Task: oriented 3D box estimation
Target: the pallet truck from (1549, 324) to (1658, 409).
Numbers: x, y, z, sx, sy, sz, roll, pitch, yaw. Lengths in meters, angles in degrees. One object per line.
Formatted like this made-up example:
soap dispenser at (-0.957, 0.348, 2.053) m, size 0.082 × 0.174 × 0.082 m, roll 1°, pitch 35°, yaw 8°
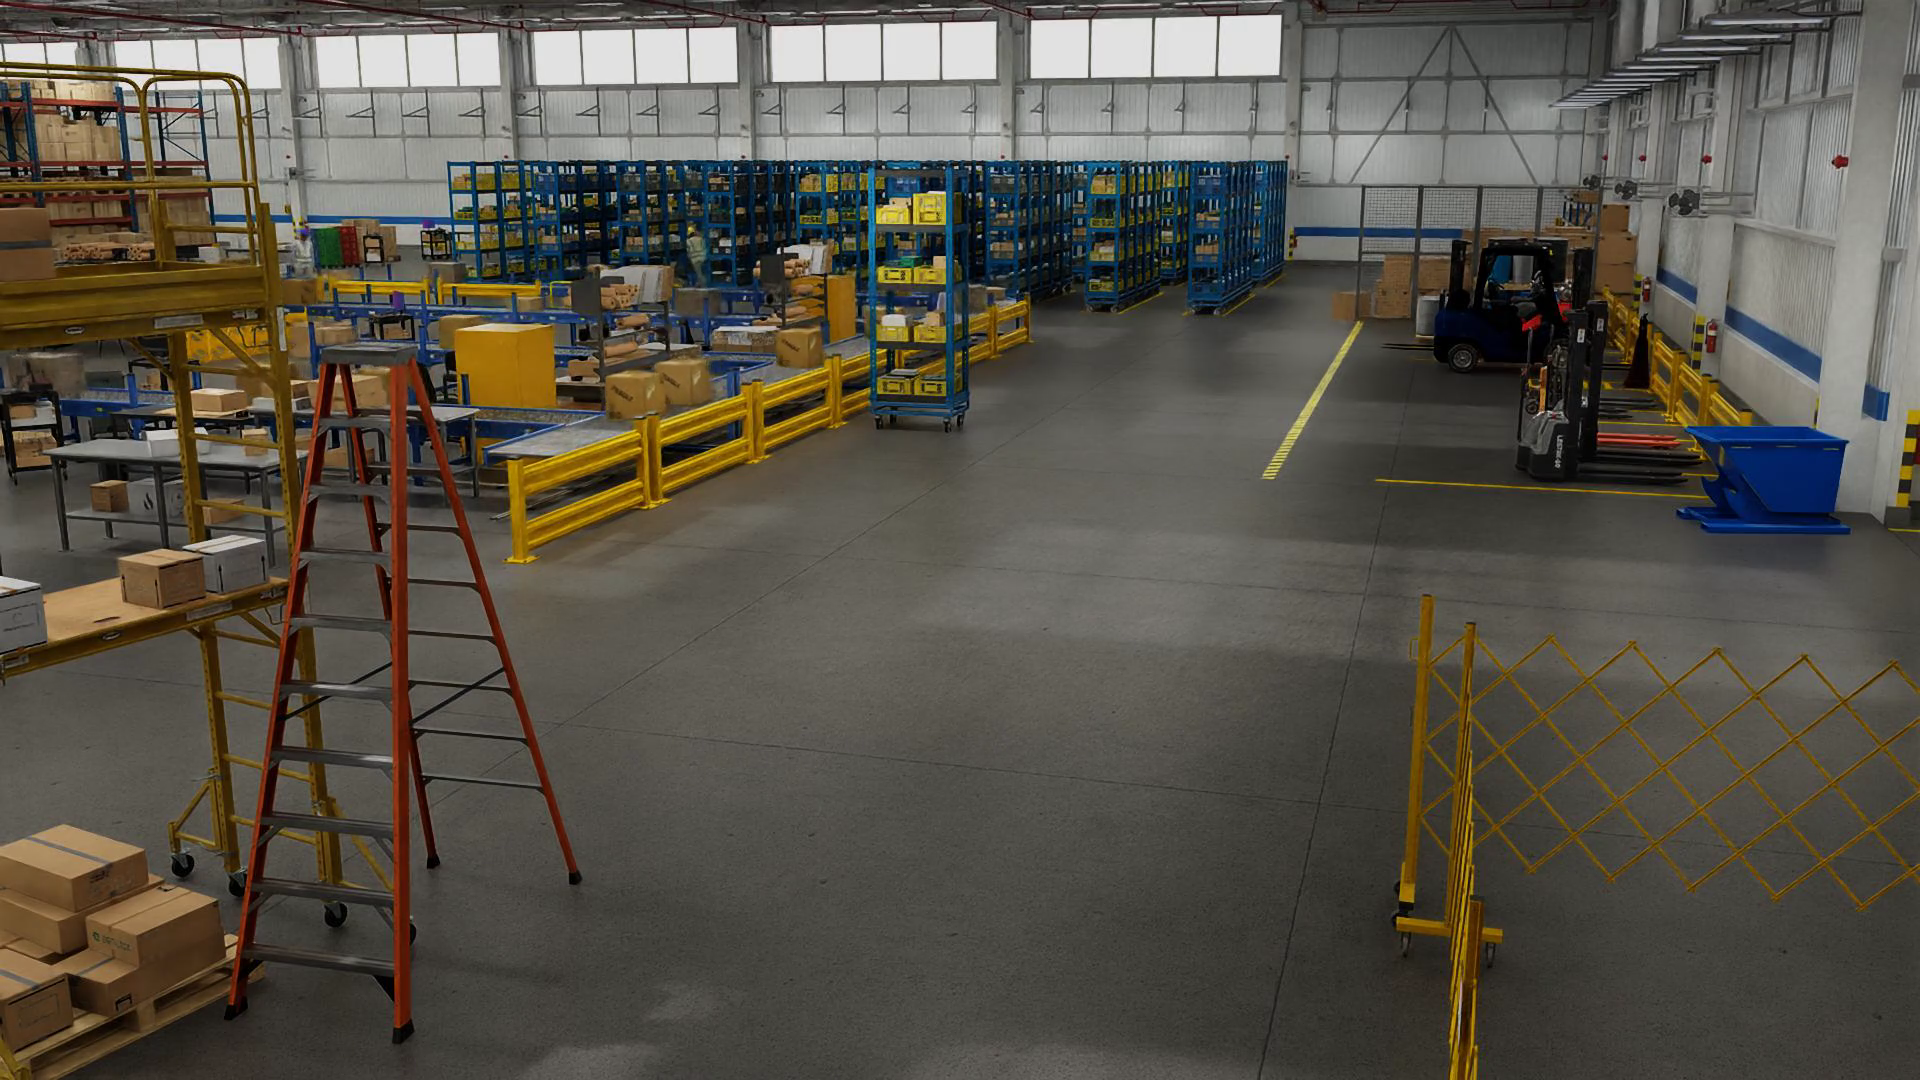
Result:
pallet truck at (9.824, -2.669, 25.407) m, size 1.601 × 1.201 × 0.680 m, roll 4°, pitch 14°, yaw 16°

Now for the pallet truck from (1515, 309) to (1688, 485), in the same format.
pallet truck at (7.554, -1.677, 19.446) m, size 1.885 × 1.965 × 0.823 m, roll 3°, pitch 13°, yaw 14°

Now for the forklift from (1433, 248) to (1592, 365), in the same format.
forklift at (9.780, -4.111, 29.280) m, size 2.680 × 1.987 × 1.157 m, roll 3°, pitch 13°, yaw 14°

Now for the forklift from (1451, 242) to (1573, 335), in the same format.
forklift at (10.464, -4.597, 31.405) m, size 2.680 × 1.987 × 1.157 m, roll 4°, pitch 14°, yaw 16°

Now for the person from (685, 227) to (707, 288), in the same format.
person at (-7.416, -7.853, 46.606) m, size 0.856 × 1.770 × 0.594 m, roll 11°, pitch 17°, yaw 39°

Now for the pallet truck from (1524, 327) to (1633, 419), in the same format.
pallet truck at (9.065, -2.460, 24.370) m, size 1.522 × 1.261 × 0.704 m, roll 3°, pitch 13°, yaw 14°

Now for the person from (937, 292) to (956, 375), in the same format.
person at (-0.267, -3.531, 27.390) m, size 0.413 × 2.035 × 0.613 m, roll -1°, pitch 13°, yaw -3°

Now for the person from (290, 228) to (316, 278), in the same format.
person at (-16.939, -7.049, 42.839) m, size 0.389 × 1.918 × 0.685 m, roll 9°, pitch 16°, yaw 35°

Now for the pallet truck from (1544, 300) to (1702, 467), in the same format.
pallet truck at (8.263, -1.952, 20.631) m, size 1.885 × 1.965 × 0.823 m, roll 5°, pitch 14°, yaw 20°

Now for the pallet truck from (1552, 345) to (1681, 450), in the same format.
pallet truck at (8.641, -1.896, 21.908) m, size 1.630 × 1.274 × 0.653 m, roll 4°, pitch 14°, yaw 16°
